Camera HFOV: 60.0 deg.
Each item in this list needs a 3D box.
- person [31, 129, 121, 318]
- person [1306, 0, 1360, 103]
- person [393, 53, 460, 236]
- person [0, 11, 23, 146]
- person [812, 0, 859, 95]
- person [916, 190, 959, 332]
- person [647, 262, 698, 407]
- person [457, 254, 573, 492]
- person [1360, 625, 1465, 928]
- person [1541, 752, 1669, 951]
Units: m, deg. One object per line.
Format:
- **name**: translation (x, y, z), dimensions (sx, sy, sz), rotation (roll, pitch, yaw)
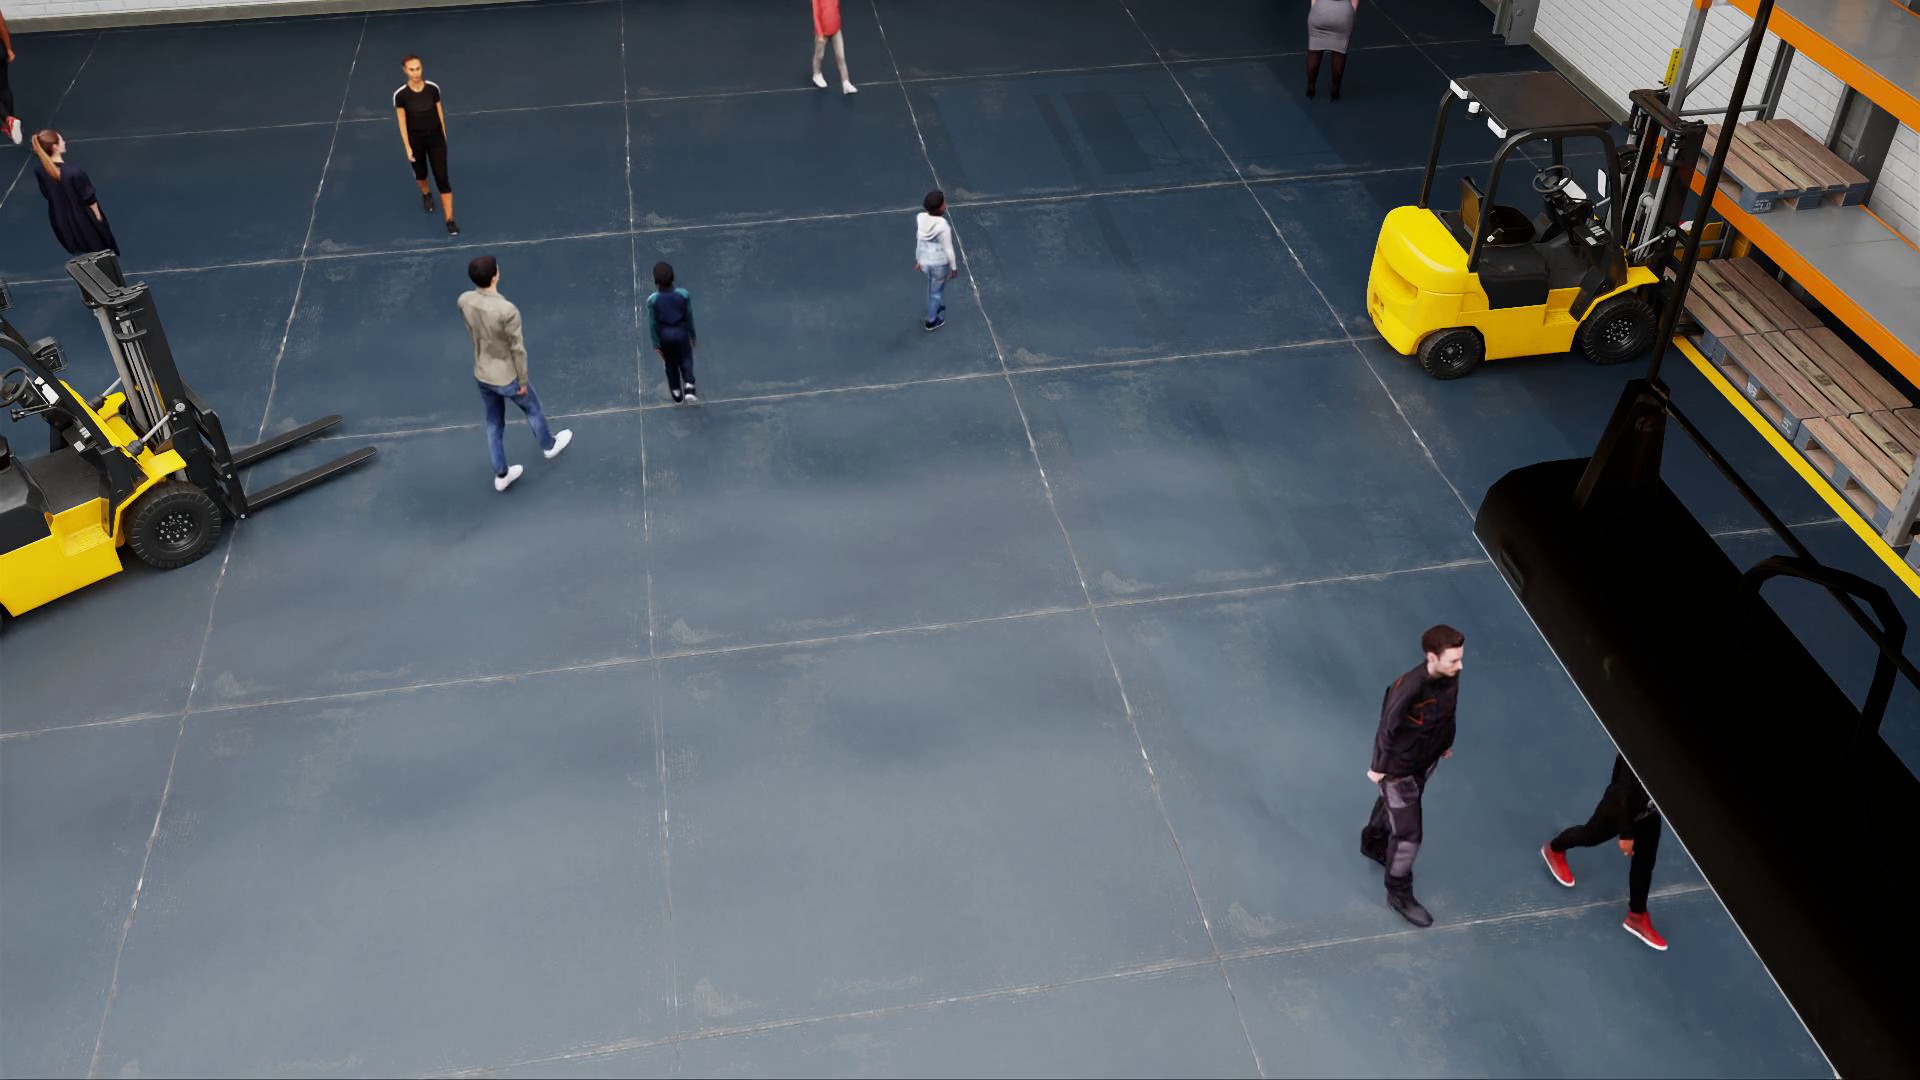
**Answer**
- **person**: translation (-7.417, -2.651, 13.998), dimensions (0.693, 1.684, 0.665), rotation (5, 39, 6)
- **person**: translation (3.916, -5.485, 17.488), dimensions (0.766, 1.757, 0.777), rotation (11, 40, 14)
- **person**: translation (-4.964, -3.701, 15.350), dimensions (0.745, 1.638, 1.137), rotation (-15, 41, -18)
- **person**: translation (-9.703, -4.816, 16.625), dimensions (1.144, 1.790, 1.045), rotation (26, 45, 29)
- **person**: translation (-1.463, -5.470, 17.769), dimensions (0.770, 1.383, 1.004), rotation (-23, 44, -26)
- **person**: translation (-0.256, -2.321, 13.938), dimensions (0.658, 1.244, 0.715), rotation (26, 46, 29)
- **person**: translation (-2.230, -1.578, 13.006), dimensions (0.539, 1.247, 0.630), rotation (-11, 40, -13)
- **person**: translation (-3.378, -1.154, 12.002), dimensions (1.005, 1.836, 1.136), rotation (13, 40, 16)
- **person**: translation (2.392, 1.159, 9.058), dimensions (0.945, 1.896, 1.042), rotation (-29, 47, -32)
- **person**: translation (3.532, 1.400, 8.965), dimensions (0.834, 1.635, 1.153), rotation (-20, 43, -23)
